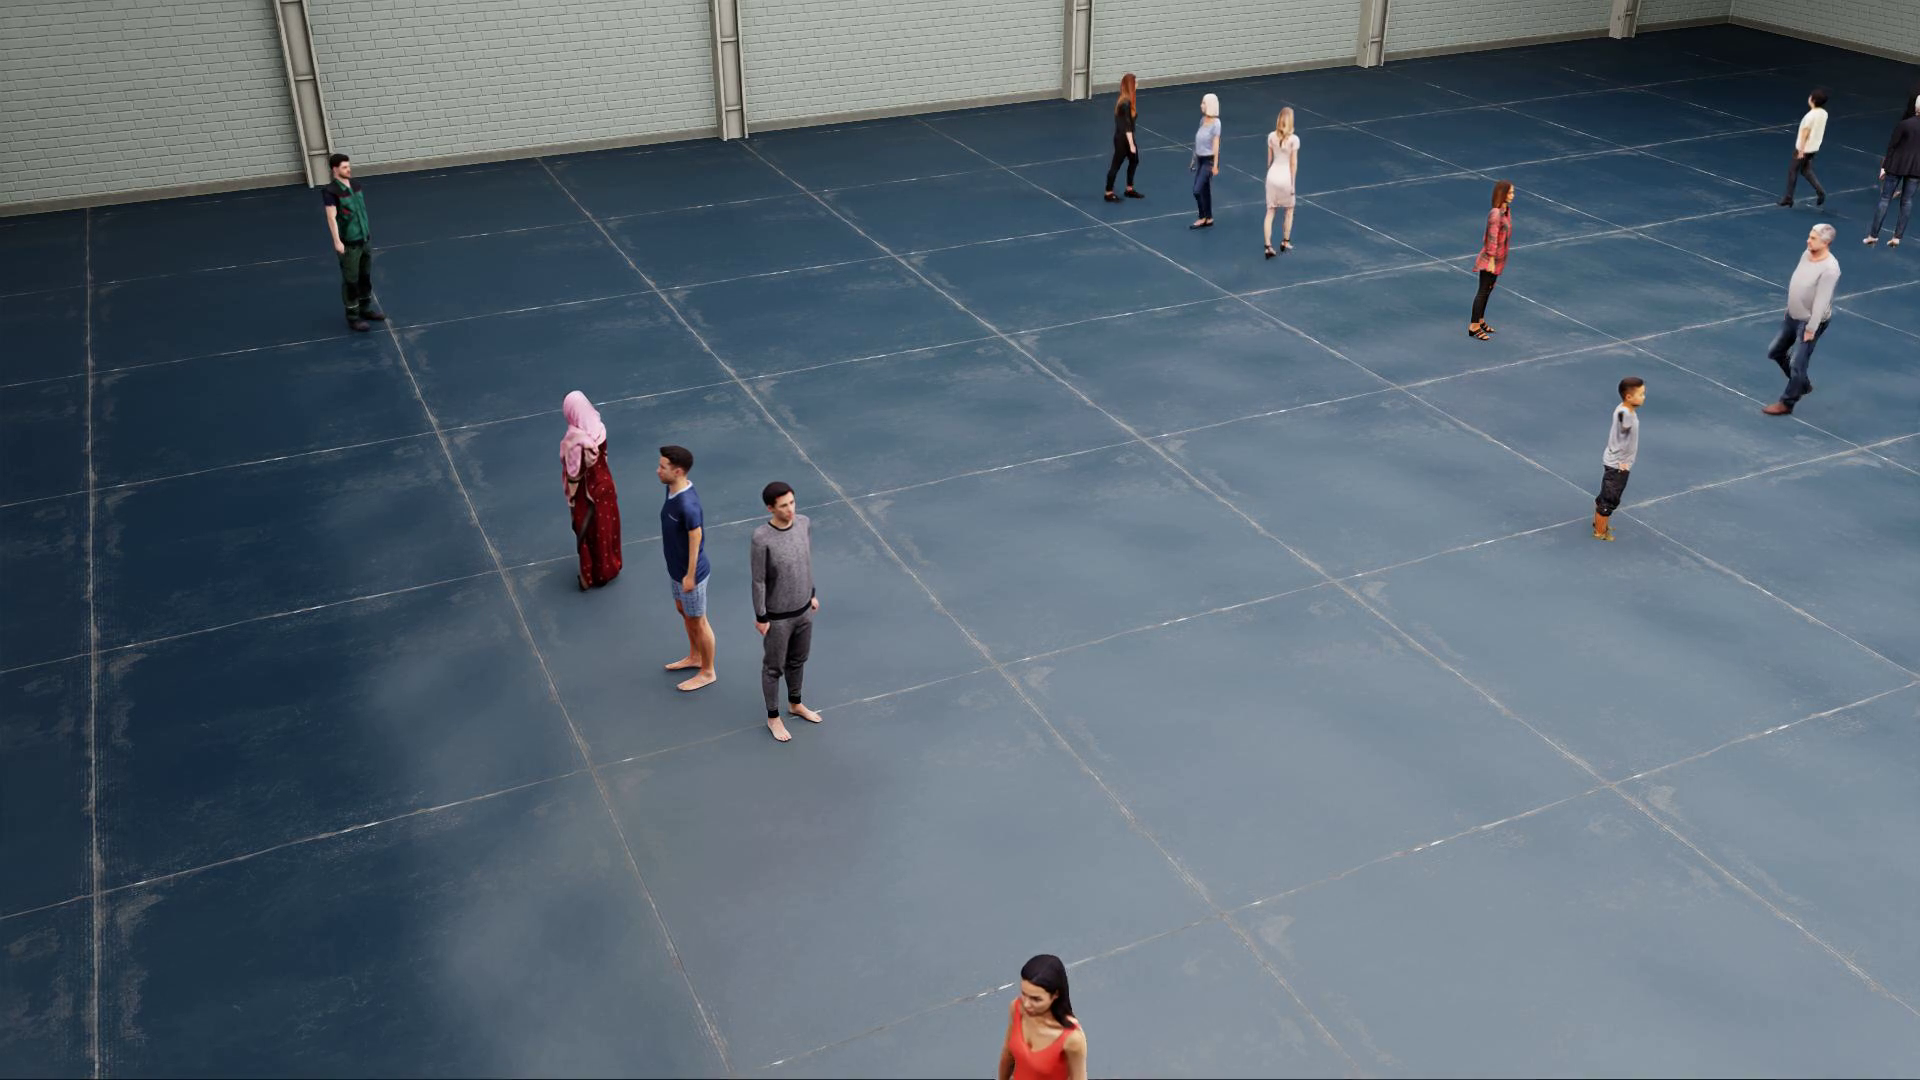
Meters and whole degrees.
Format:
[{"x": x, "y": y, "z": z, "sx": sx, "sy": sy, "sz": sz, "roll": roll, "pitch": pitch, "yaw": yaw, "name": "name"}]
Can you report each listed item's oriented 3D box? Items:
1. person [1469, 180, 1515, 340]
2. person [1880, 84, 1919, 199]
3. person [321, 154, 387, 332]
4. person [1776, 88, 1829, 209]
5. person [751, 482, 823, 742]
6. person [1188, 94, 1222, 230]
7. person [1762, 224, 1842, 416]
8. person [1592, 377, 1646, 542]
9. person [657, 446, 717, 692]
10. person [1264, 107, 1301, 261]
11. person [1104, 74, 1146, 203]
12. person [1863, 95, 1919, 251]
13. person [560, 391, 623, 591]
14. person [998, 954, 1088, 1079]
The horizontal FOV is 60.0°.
[{"x": 5.678, "y": -3.002, "z": 17.734, "sx": 0.767, "sy": 1.702, "sz": 0.678, "roll": 15, "pitch": 31, "yaw": 25, "name": "person"}, {"x": 12.684, "y": -5.434, "z": 22.218, "sx": 1.080, "sy": 1.781, "sz": 0.839, "roll": -4, "pitch": 28, "yaw": -8, "name": "person"}, {"x": -6.582, "y": -3.244, "z": 17.979, "sx": 0.802, "sy": 1.899, "sz": 0.762, "roll": 8, "pitch": 29, "yaw": 14, "name": "person"}, {"x": 11.173, "y": -5.099, "z": 21.809, "sx": 0.799, "sy": 1.572, "sz": 0.692, "roll": -16, "pitch": 32, "yaw": -27, "name": "person"}, {"x": -1.173, "y": 0.436, "z": 11.129, "sx": 0.804, "sy": 1.842, "sz": 0.630, "roll": 25, "pitch": 37, "yaw": 38, "name": "person"}, {"x": 3.206, "y": -4.789, "z": 21.081, "sx": 0.629, "sy": 1.710, "sz": 0.627, "roll": -9, "pitch": 29, "yaw": -16, "name": "person"}, {"x": 8.113, "y": -2.092, "z": 15.816, "sx": 0.886, "sy": 1.899, "sz": 0.874, "roll": -1, "pitch": 28, "yaw": -2, "name": "person"}, {"x": 5.436, "y": -0.717, "z": 13.706, "sx": 0.697, "sy": 1.456, "sz": 0.641, "roll": 9, "pitch": 29, "yaw": 17, "name": "person"}, {"x": -1.902, "y": 0.172, "z": 11.618, "sx": 0.558, "sy": 1.850, "sz": 0.619, "roll": -11, "pitch": 30, "yaw": -19, "name": "person"}, {"x": 3.794, "y": -4.249, "z": 19.962, "sx": 0.808, "sy": 1.810, "sz": 0.920, "roll": 19, "pitch": 34, "yaw": 32, "name": "person"}, {"x": 2.079, "y": -5.326, "z": 22.112, "sx": 0.896, "sy": 1.688, "sz": 0.817, "roll": 6, "pitch": 29, "yaw": 11, "name": "person"}, {"x": 10.525, "y": -4.141, "z": 18.584, "sx": 0.812, "sy": 1.781, "sz": 0.792, "roll": 7, "pitch": 29, "yaw": 13, "name": "person"}, {"x": -2.867, "y": -0.406, "z": 12.931, "sx": 0.824, "sy": 1.636, "sz": 0.738, "roll": 13, "pitch": 31, "yaw": 24, "name": "person"}, {"x": 0.424, "y": 2.505, "z": 7.387, "sx": 0.719, "sy": 1.709, "sz": 0.735, "roll": 24, "pitch": 36, "yaw": 37, "name": "person"}]
